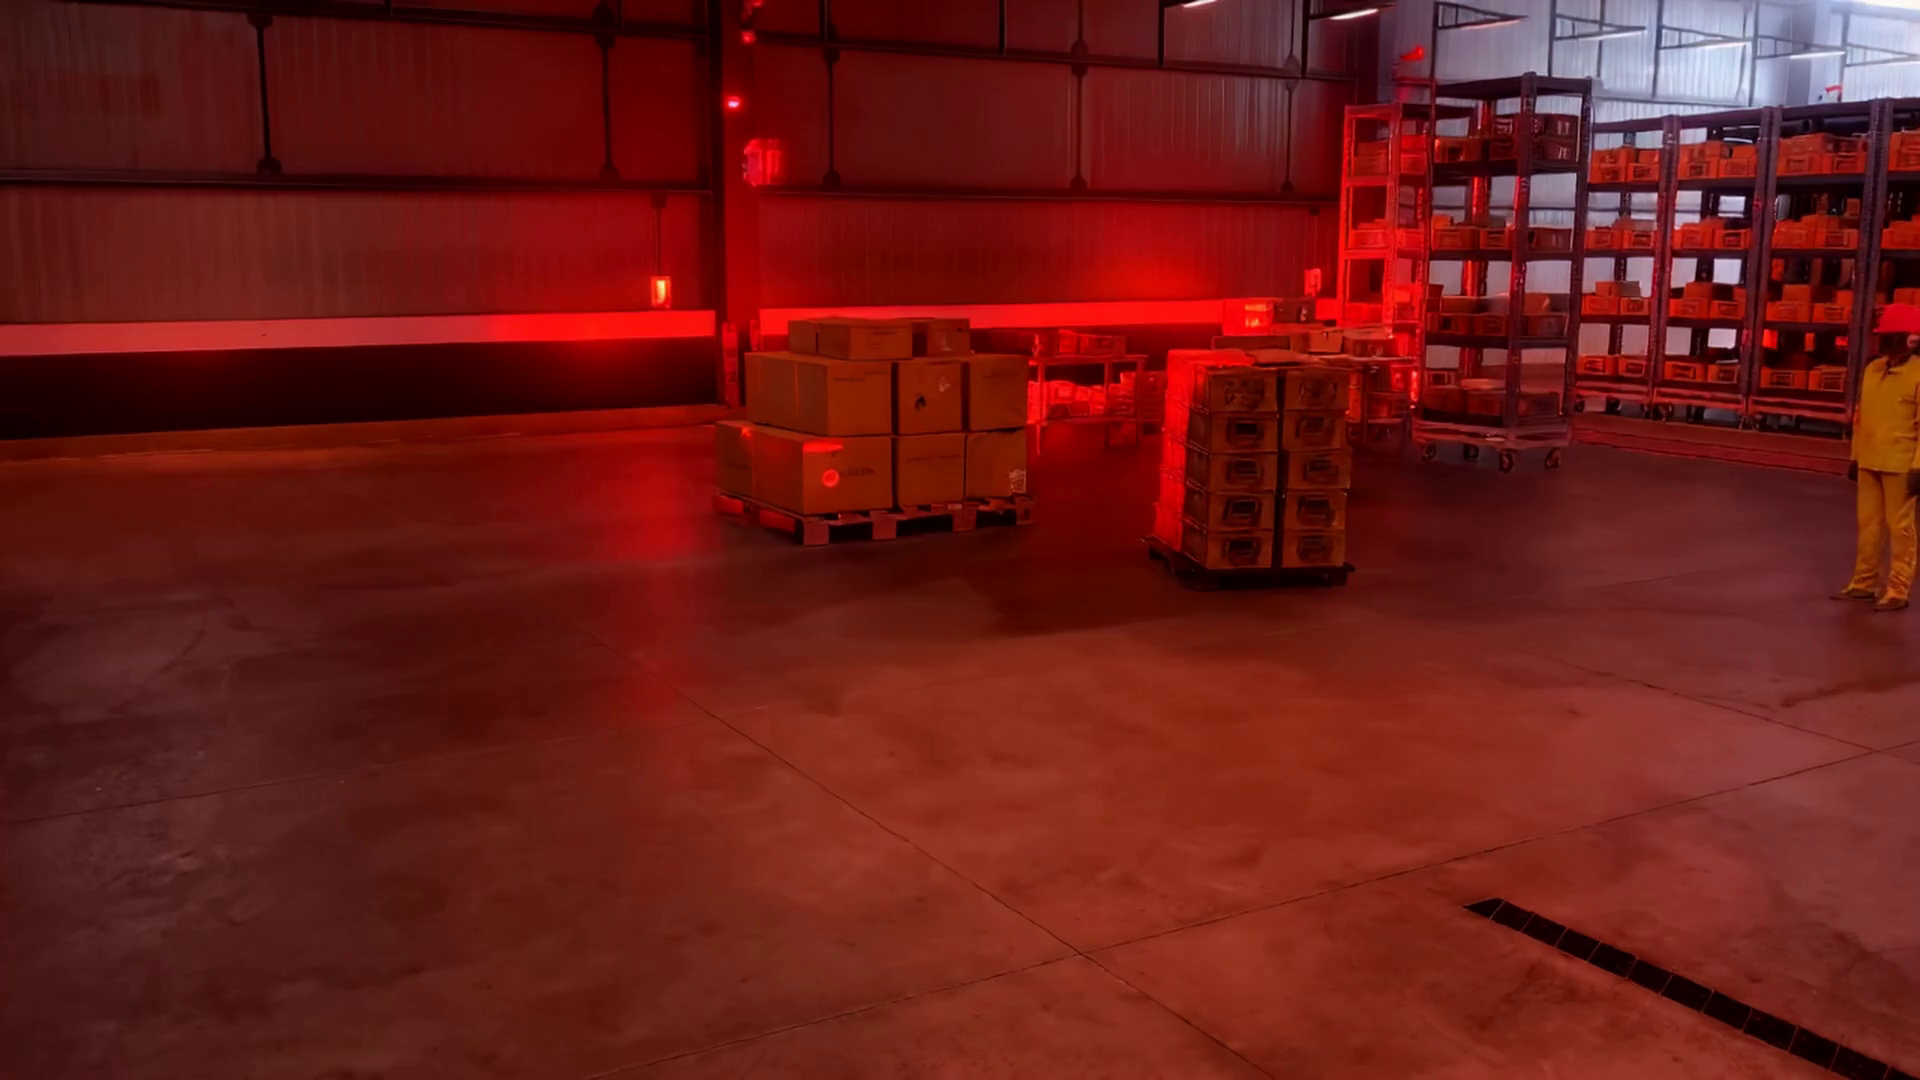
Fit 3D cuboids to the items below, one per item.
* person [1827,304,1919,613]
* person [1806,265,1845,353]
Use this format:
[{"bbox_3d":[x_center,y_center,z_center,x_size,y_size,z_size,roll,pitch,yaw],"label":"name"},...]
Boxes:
[{"bbox_3d":[5.293,-0.467,9.506,0.329,1.751,0.571,-2,10,-13],"label":"person"},{"bbox_3d":[13.011,-3.219,24.950,0.812,1.808,0.599,-9,13,-41],"label":"person"}]
